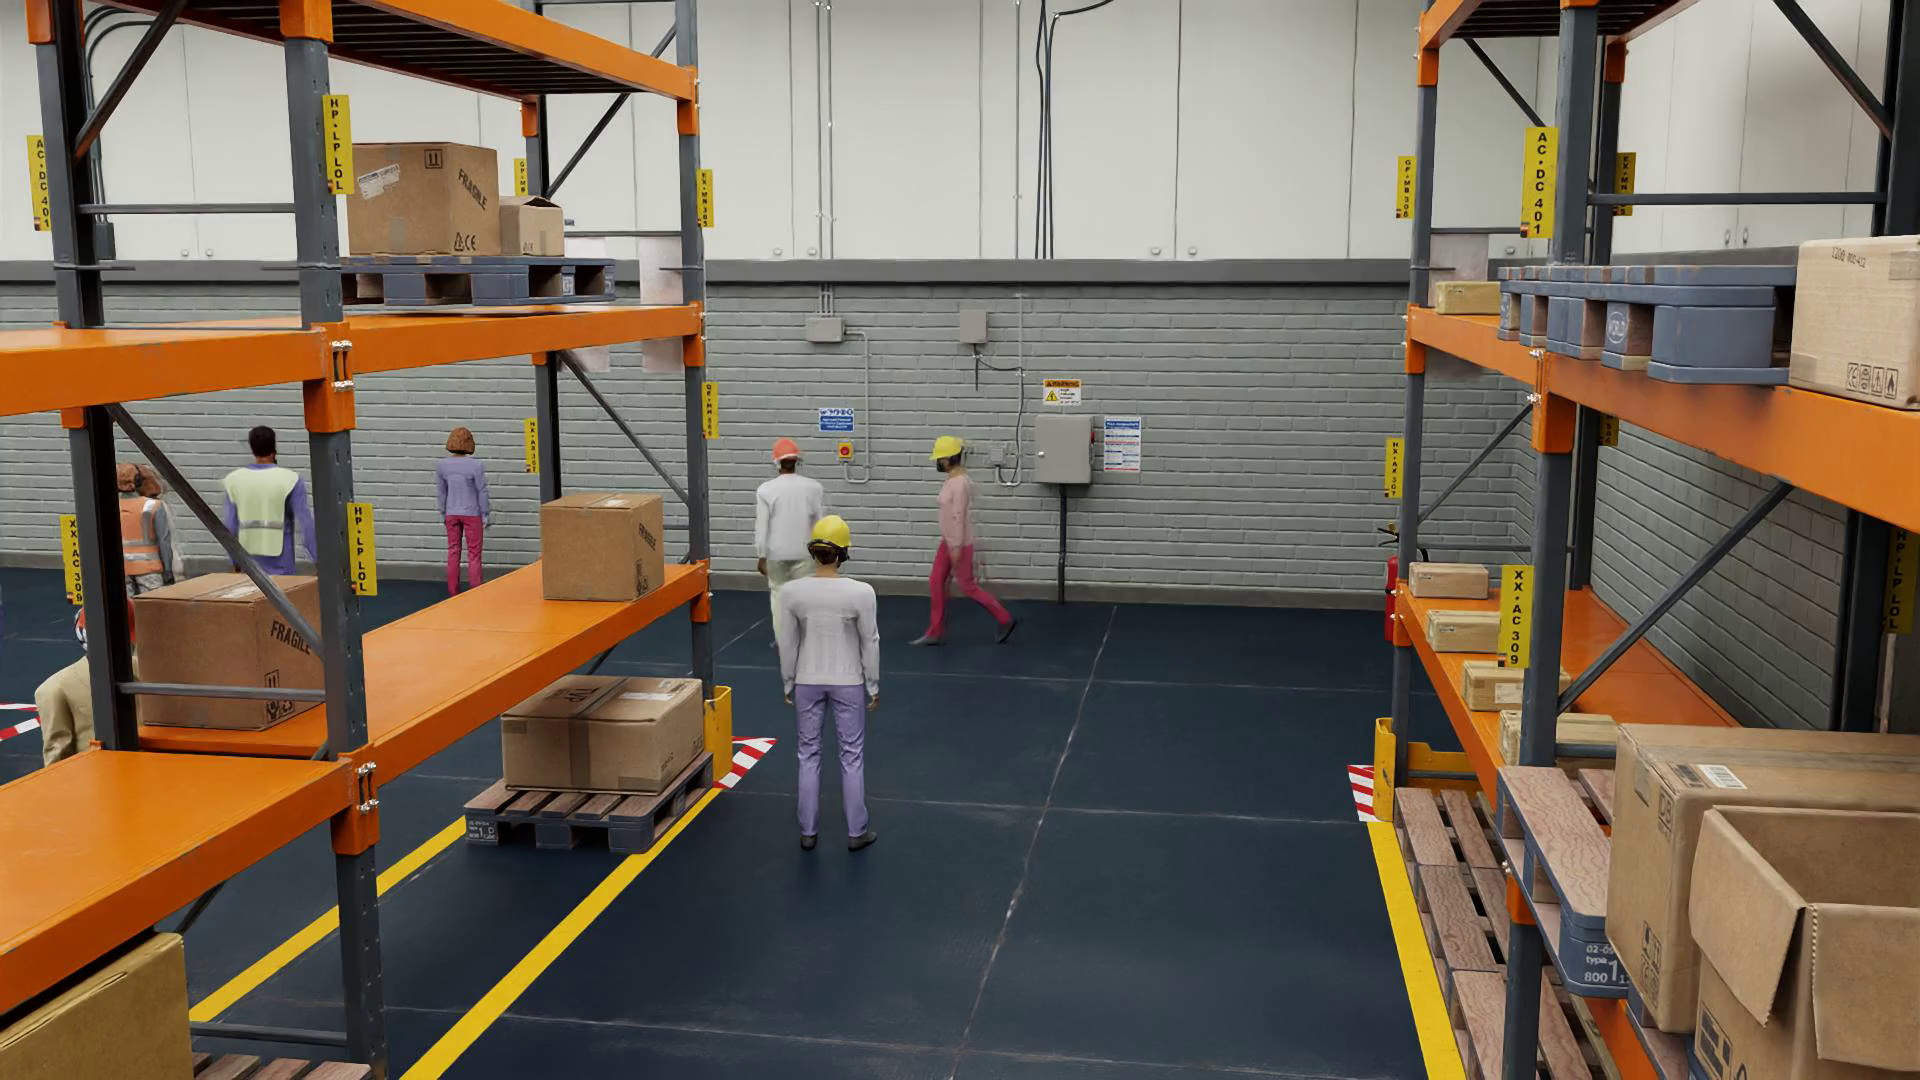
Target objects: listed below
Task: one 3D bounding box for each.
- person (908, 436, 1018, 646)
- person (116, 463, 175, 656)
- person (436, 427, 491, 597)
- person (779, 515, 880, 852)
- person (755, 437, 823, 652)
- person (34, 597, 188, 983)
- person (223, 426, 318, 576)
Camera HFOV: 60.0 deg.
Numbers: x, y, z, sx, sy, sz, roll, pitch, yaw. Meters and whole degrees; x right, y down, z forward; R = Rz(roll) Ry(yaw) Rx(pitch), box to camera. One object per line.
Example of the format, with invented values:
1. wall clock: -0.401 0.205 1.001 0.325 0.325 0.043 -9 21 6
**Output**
1. person: 0.034 0.019 13.374 0.823 1.726 0.527 -2 9 -12
2. person: -6.040 0.245 12.222 0.512 1.639 0.311 -1 9 -4
3. person: -4.465 -0.203 15.000 0.500 1.633 0.285 2 10 14
4. person: -0.677 0.750 8.714 0.529 1.767 0.329 1 9 8
5. person: -1.323 0.065 13.025 0.577 1.733 0.616 -5 10 -27
6. person: -3.467 1.063 6.852 0.337 1.742 0.561 4 10 25
7. person: -5.028 0.110 12.256 0.662 1.901 0.529 2 9 10
